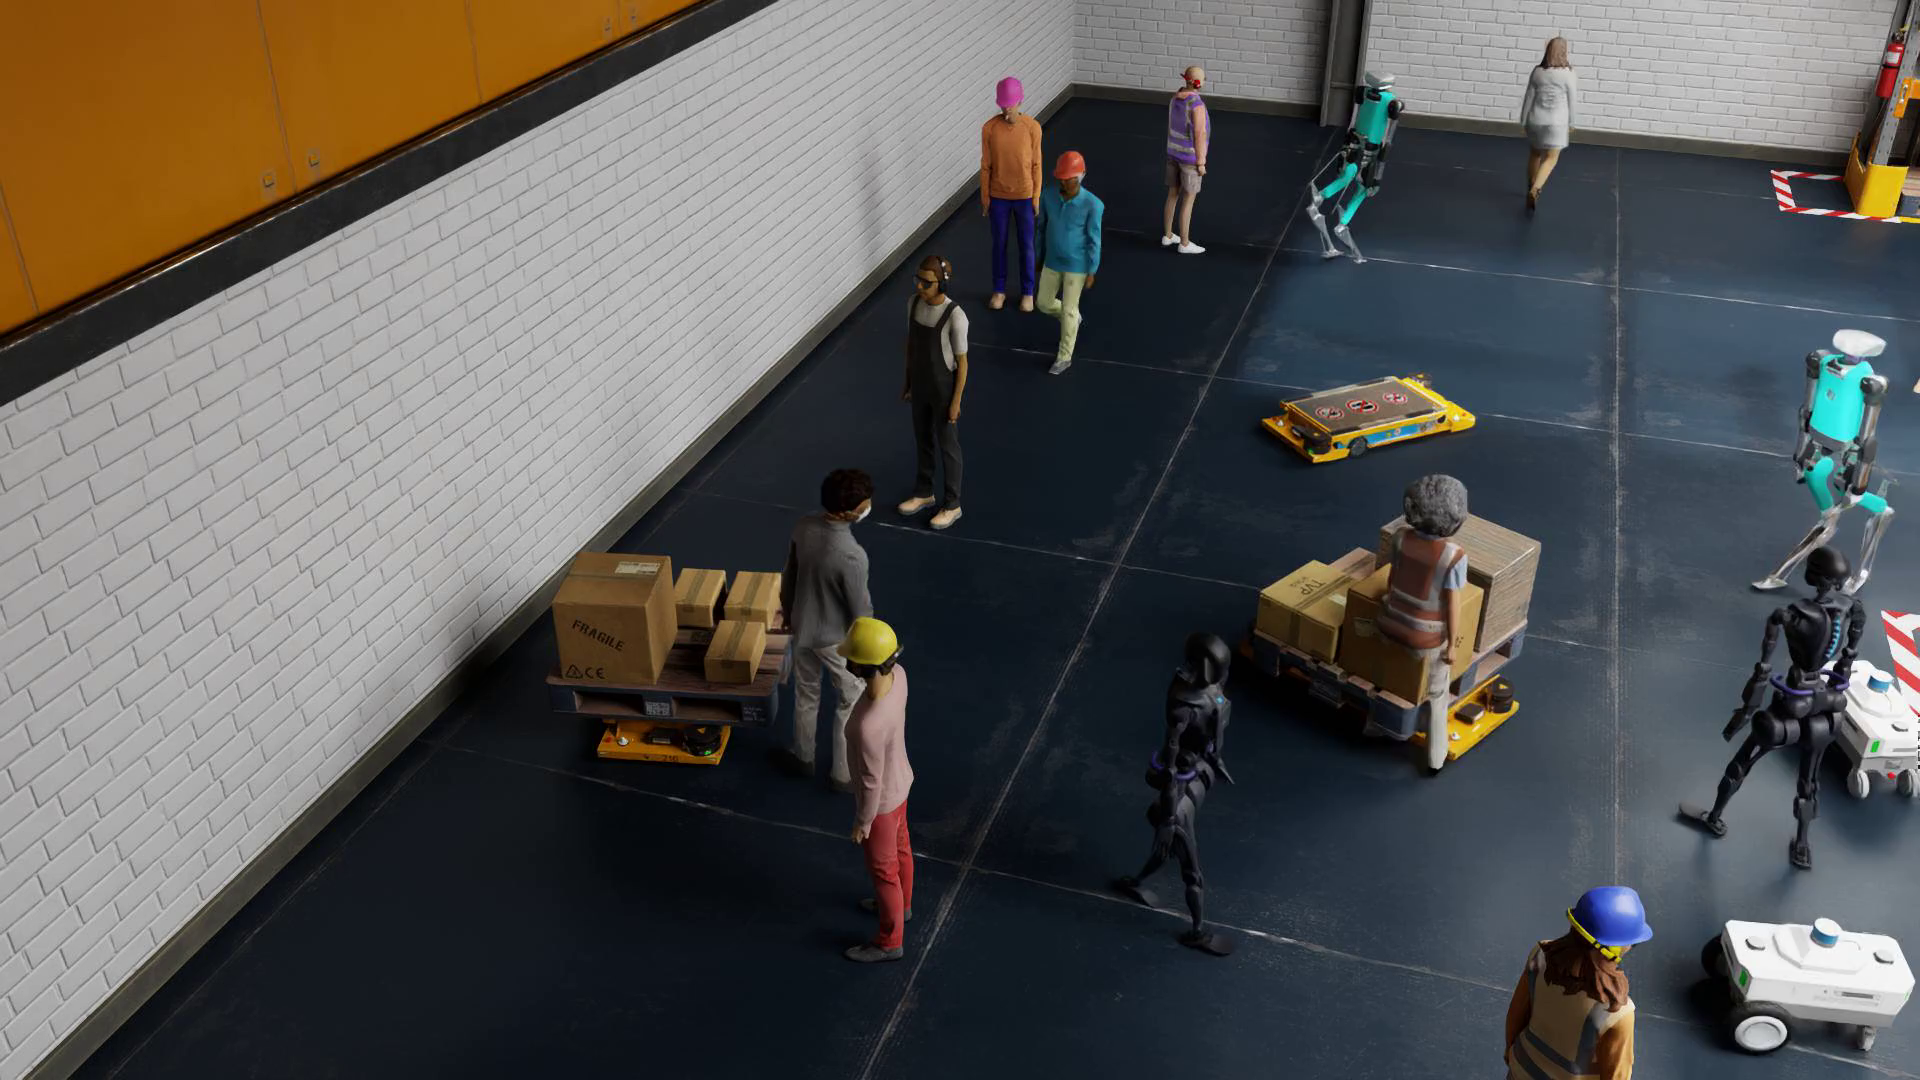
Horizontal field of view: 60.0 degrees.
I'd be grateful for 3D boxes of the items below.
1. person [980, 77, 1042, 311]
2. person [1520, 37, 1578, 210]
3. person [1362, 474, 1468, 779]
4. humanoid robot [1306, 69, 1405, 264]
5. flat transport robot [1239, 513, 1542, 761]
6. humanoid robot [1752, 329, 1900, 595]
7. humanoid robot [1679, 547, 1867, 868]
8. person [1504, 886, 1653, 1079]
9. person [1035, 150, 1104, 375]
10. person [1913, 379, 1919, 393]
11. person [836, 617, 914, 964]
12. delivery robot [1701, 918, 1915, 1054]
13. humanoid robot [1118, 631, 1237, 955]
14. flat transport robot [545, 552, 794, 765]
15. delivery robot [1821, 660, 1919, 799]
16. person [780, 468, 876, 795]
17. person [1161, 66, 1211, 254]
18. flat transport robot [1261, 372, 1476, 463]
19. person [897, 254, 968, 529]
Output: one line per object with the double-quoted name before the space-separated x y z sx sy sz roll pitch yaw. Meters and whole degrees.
"person" 0.421 -2.862 13.849 0.517 1.945 0.384 4 31 6
"person" 5.667 -4.031 16.127 0.498 1.635 0.726 20 36 30
"person" 2.360 0.444 8.491 0.373 1.663 0.482 -27 40 -37
"humanoid robot" 3.409 -3.198 14.639 0.843 1.802 0.567 -16 34 -26
"flat transport robot" 2.349 0.733 9.379 0.659 0.231 1.431 -26 39 -37
"humanoid robot" 5.369 -0.451 9.970 0.911 1.777 0.553 -11 32 -17
"humanoid robot" 3.967 0.779 7.926 0.601 1.638 0.554 -7 31 -11
"person" 2.123 1.919 5.870 0.319 1.775 0.475 -18 35 -28
"person" 0.832 -2.174 12.868 0.579 1.733 0.565 20 36 30
"person" 7.483 -1.883 12.253 0.375 1.865 0.541 -3 31 -5
"person" -0.367 1.095 7.285 0.309 1.768 0.524 5 31 9
"delivery robot" 3.615 1.882 7.160 0.785 0.614 0.519 5 31 8
"humanoid robot" 1.029 1.085 7.425 0.651 1.643 0.614 17 34 27
"flat transport robot" -1.527 0.750 9.350 0.659 0.231 1.431 3 31 5
"delivery robot" 4.749 0.943 8.736 0.499 0.592 0.774 -1 30 -1
"person" -0.718 0.443 8.297 0.681 1.875 0.382 23 38 34
"person" 2.050 -3.444 15.076 0.340 1.693 0.492 -15 34 -24
"flat transport robot" 2.990 -0.899 12.155 1.431 0.231 0.659 -13 33 -21
"person" -0.174 -0.956 10.697 0.506 1.846 0.346 25 39 36
